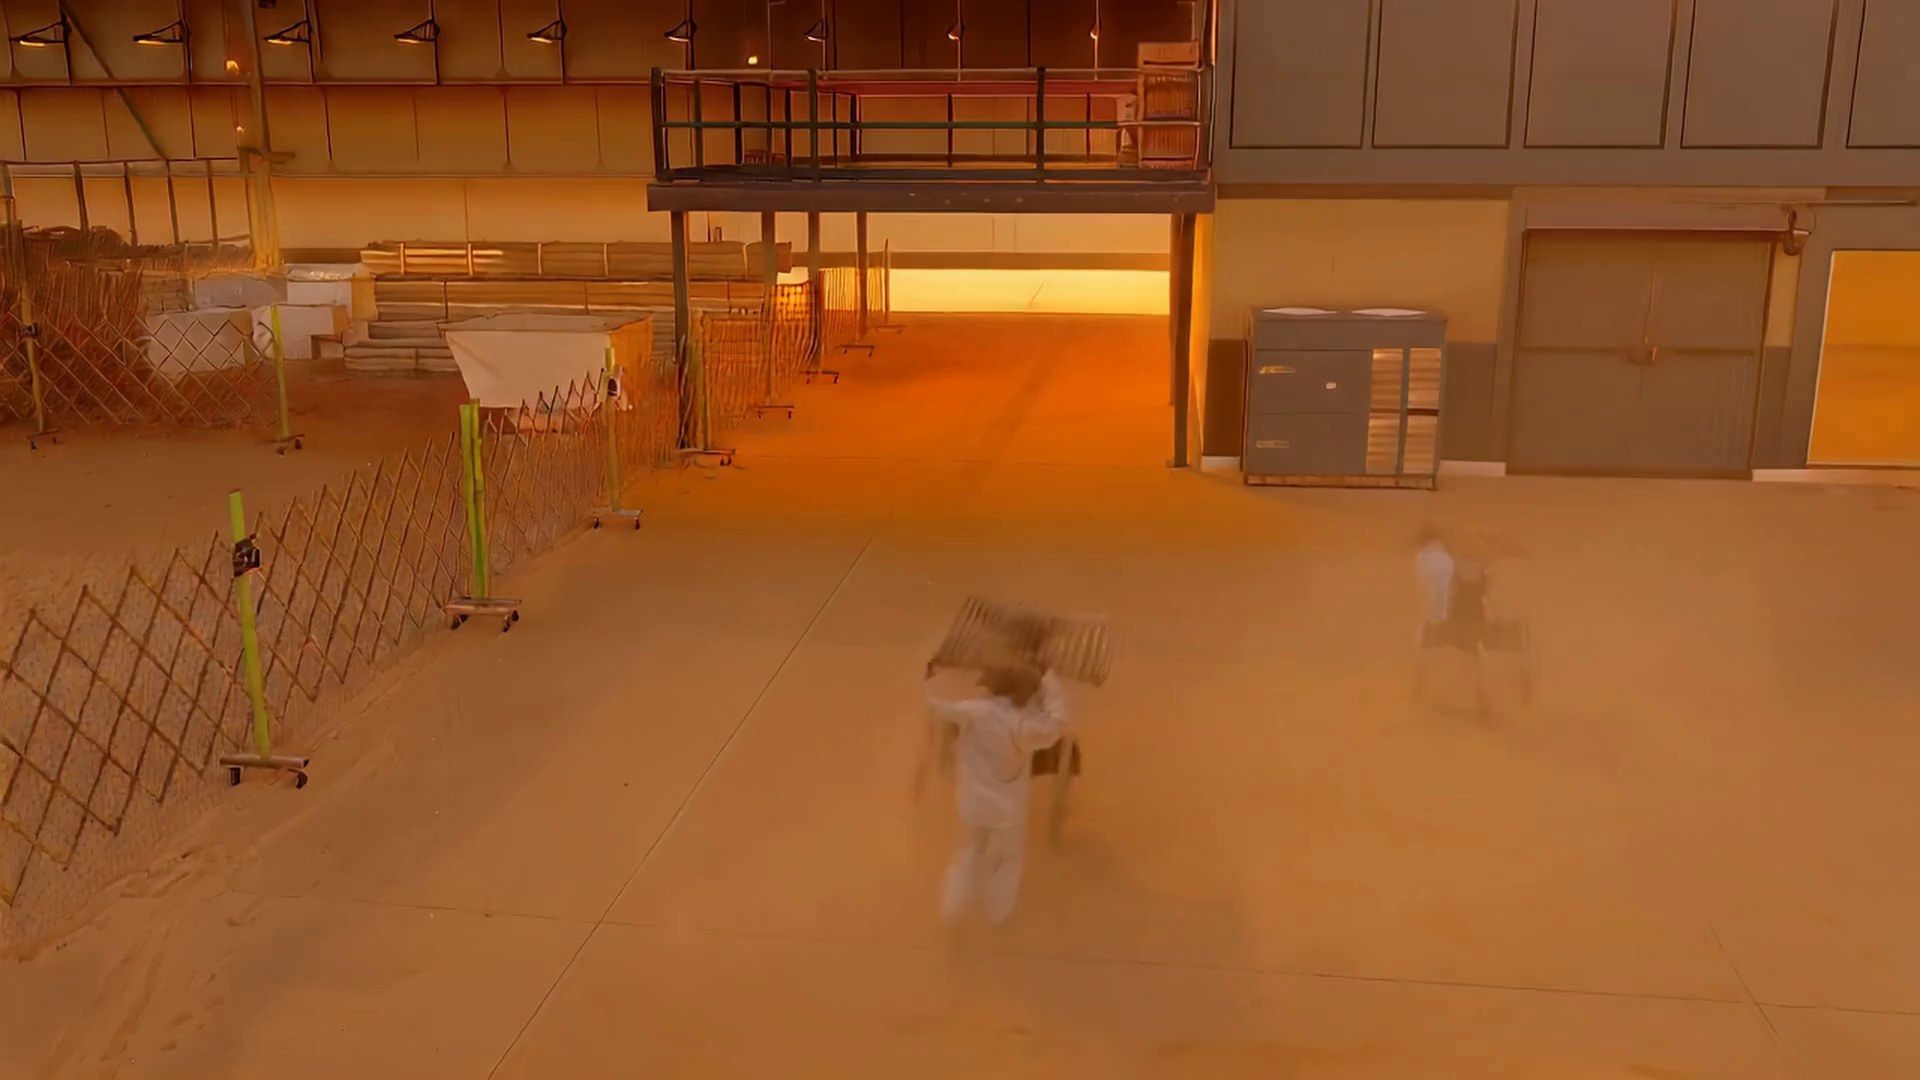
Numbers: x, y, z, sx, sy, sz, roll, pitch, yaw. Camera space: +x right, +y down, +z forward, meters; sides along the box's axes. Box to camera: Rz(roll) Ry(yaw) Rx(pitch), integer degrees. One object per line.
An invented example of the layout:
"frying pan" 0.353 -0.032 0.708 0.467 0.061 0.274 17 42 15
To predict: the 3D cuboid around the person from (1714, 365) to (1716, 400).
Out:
"person" 8.111 -1.651 18.114 0.280 1.633 0.502 -6 15 -22
